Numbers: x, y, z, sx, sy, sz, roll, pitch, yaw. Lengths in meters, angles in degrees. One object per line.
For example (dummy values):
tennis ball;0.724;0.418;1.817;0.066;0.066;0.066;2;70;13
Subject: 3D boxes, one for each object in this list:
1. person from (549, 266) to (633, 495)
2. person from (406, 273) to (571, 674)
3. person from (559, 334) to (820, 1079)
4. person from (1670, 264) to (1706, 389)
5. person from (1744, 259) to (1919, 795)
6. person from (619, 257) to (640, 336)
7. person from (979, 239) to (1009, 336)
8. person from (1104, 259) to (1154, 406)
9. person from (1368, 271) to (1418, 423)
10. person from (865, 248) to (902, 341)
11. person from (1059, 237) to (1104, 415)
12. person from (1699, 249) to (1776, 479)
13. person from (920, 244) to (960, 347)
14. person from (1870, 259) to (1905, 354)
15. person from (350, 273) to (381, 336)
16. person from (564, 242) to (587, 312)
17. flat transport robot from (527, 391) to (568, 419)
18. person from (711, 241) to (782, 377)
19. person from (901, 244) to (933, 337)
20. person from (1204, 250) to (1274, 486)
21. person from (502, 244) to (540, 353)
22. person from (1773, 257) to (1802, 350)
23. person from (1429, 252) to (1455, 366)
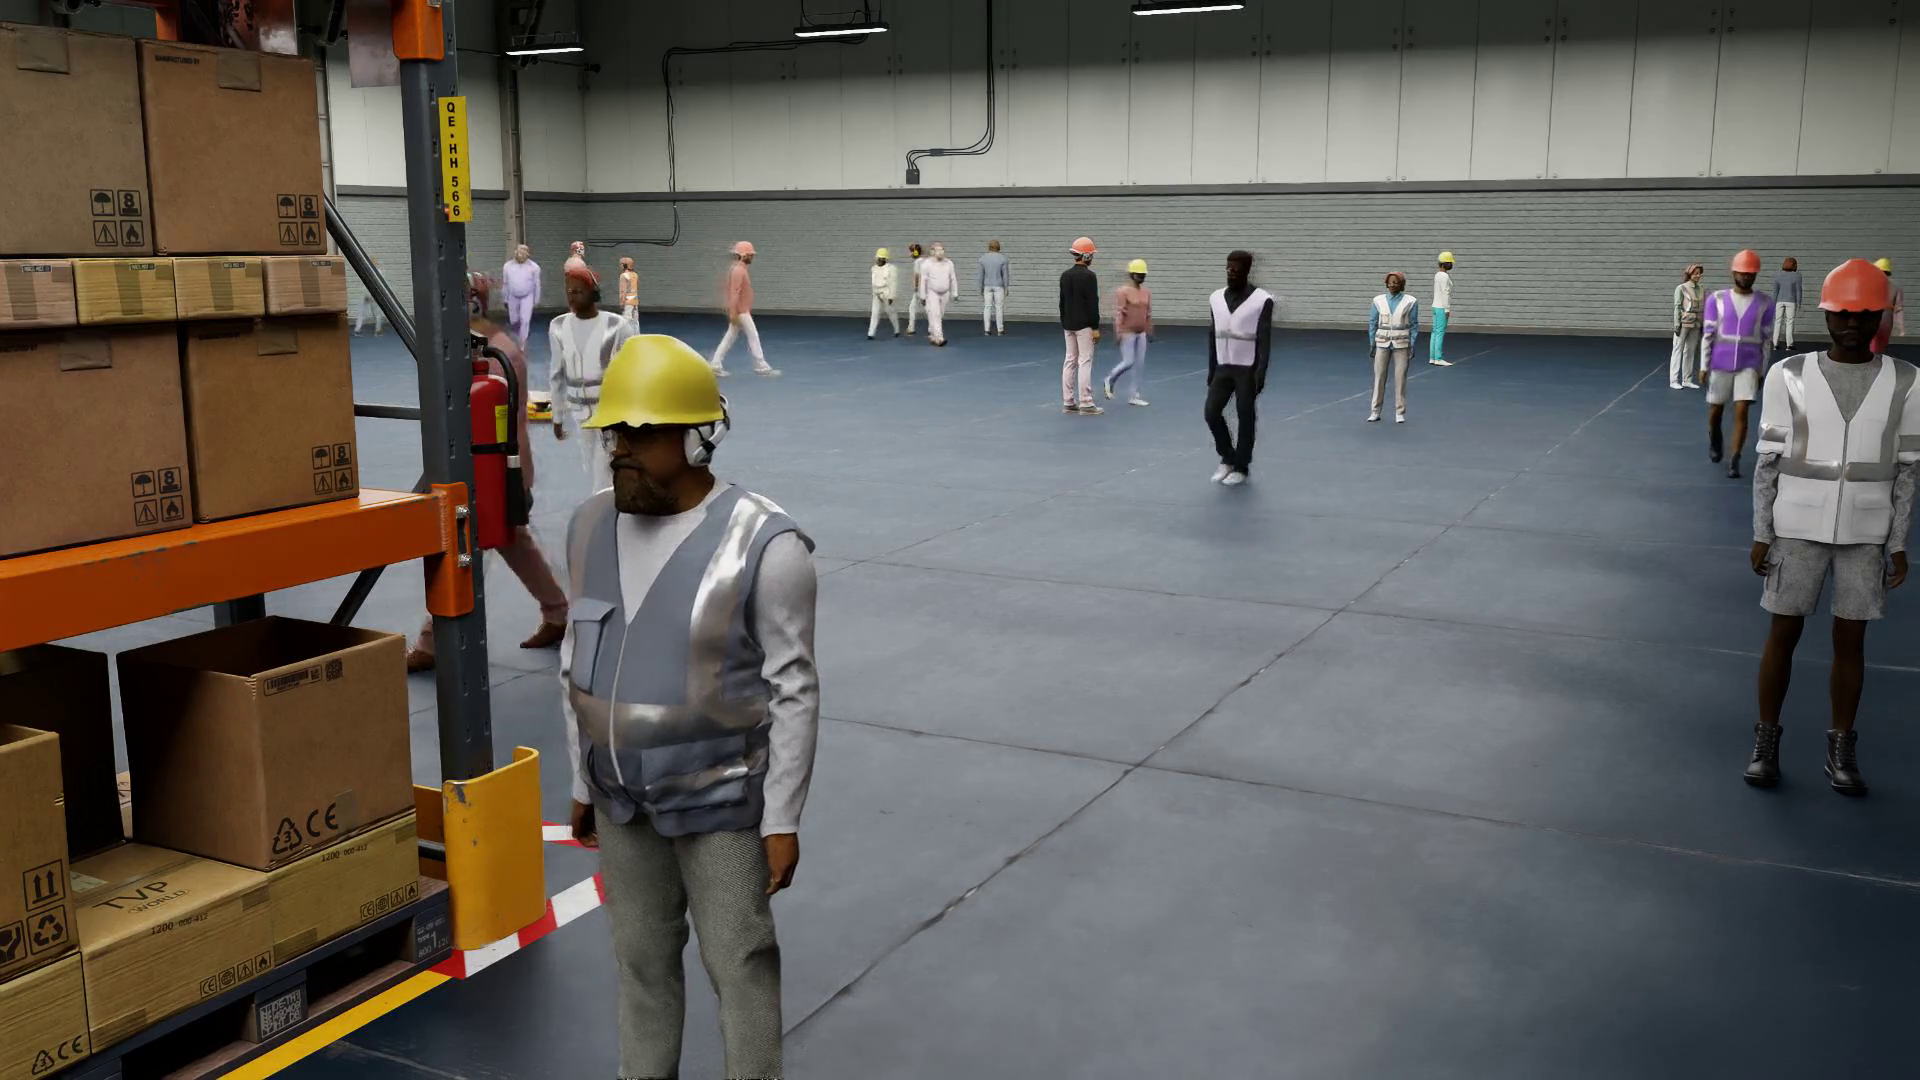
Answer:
person;-2.299;-0.830;10.621;0.594;1.861;0.826;3;11;18
person;-2.287;-0.333;7.902;1.024;1.857;0.653;-7;13;-34
person;-0.572;0.501;3.376;0.593;1.832;0.403;6;12;28
person;9.630;-2.815;21.985;0.513;1.641;0.309;-5;11;-24
person;3.166;-0.039;6.036;0.543;1.939;0.355;4;11;20
person;-5.748;-4.080;28.895;0.307;1.636;0.525;3;11;18
person;0.690;-5.094;33.605;0.635;1.936;0.355;3;11;18
person;2.035;-2.474;19.852;0.526;1.749;0.512;-8;13;-37
person;4.698;-2.091;18.045;0.514;1.638;0.315;5;11;24
person;-1.456;-4.738;32.127;0.610;1.786;0.946;8;13;36
person;1.376;-2.414;18.830;0.379;1.996;0.609;-7;13;-35
person;6.583;-1.503;14.123;0.548;1.912;0.789;5;12;26
person;-0.353;-4.454;30.315;0.658;1.856;0.972;-5;12;-26
person;11.864;-2.767;21.492;0.523;1.726;0.898;1;10;5
person;-11.863;-4.839;33.160;0.511;1.591;0.845;2;11;13
person;-6.721;-4.310;29.415;0.410;1.909;0.643;-8;13;-37
flat transport robot;-4.821;-1.526;18.697;0.652;0.197;1.431;-1;10;-5
person;-3.129;-3.277;23.716;1.044;1.941;0.625;-1;10;-8
person;-0.846;-4.983;33.273;0.837;1.825;0.556;6;12;30
person;2.227;-1.378;13.423;0.626;1.901;0.496;9;14;41
person;-7.597;-4.194;28.889;0.644;1.874;0.718;0;10;-1
person;14.612;-4.170;29.390;0.278;1.634;0.498;-9;14;-40
person;7.527;-3.600;25.924;0.310;1.769;0.525;0;10;-1
